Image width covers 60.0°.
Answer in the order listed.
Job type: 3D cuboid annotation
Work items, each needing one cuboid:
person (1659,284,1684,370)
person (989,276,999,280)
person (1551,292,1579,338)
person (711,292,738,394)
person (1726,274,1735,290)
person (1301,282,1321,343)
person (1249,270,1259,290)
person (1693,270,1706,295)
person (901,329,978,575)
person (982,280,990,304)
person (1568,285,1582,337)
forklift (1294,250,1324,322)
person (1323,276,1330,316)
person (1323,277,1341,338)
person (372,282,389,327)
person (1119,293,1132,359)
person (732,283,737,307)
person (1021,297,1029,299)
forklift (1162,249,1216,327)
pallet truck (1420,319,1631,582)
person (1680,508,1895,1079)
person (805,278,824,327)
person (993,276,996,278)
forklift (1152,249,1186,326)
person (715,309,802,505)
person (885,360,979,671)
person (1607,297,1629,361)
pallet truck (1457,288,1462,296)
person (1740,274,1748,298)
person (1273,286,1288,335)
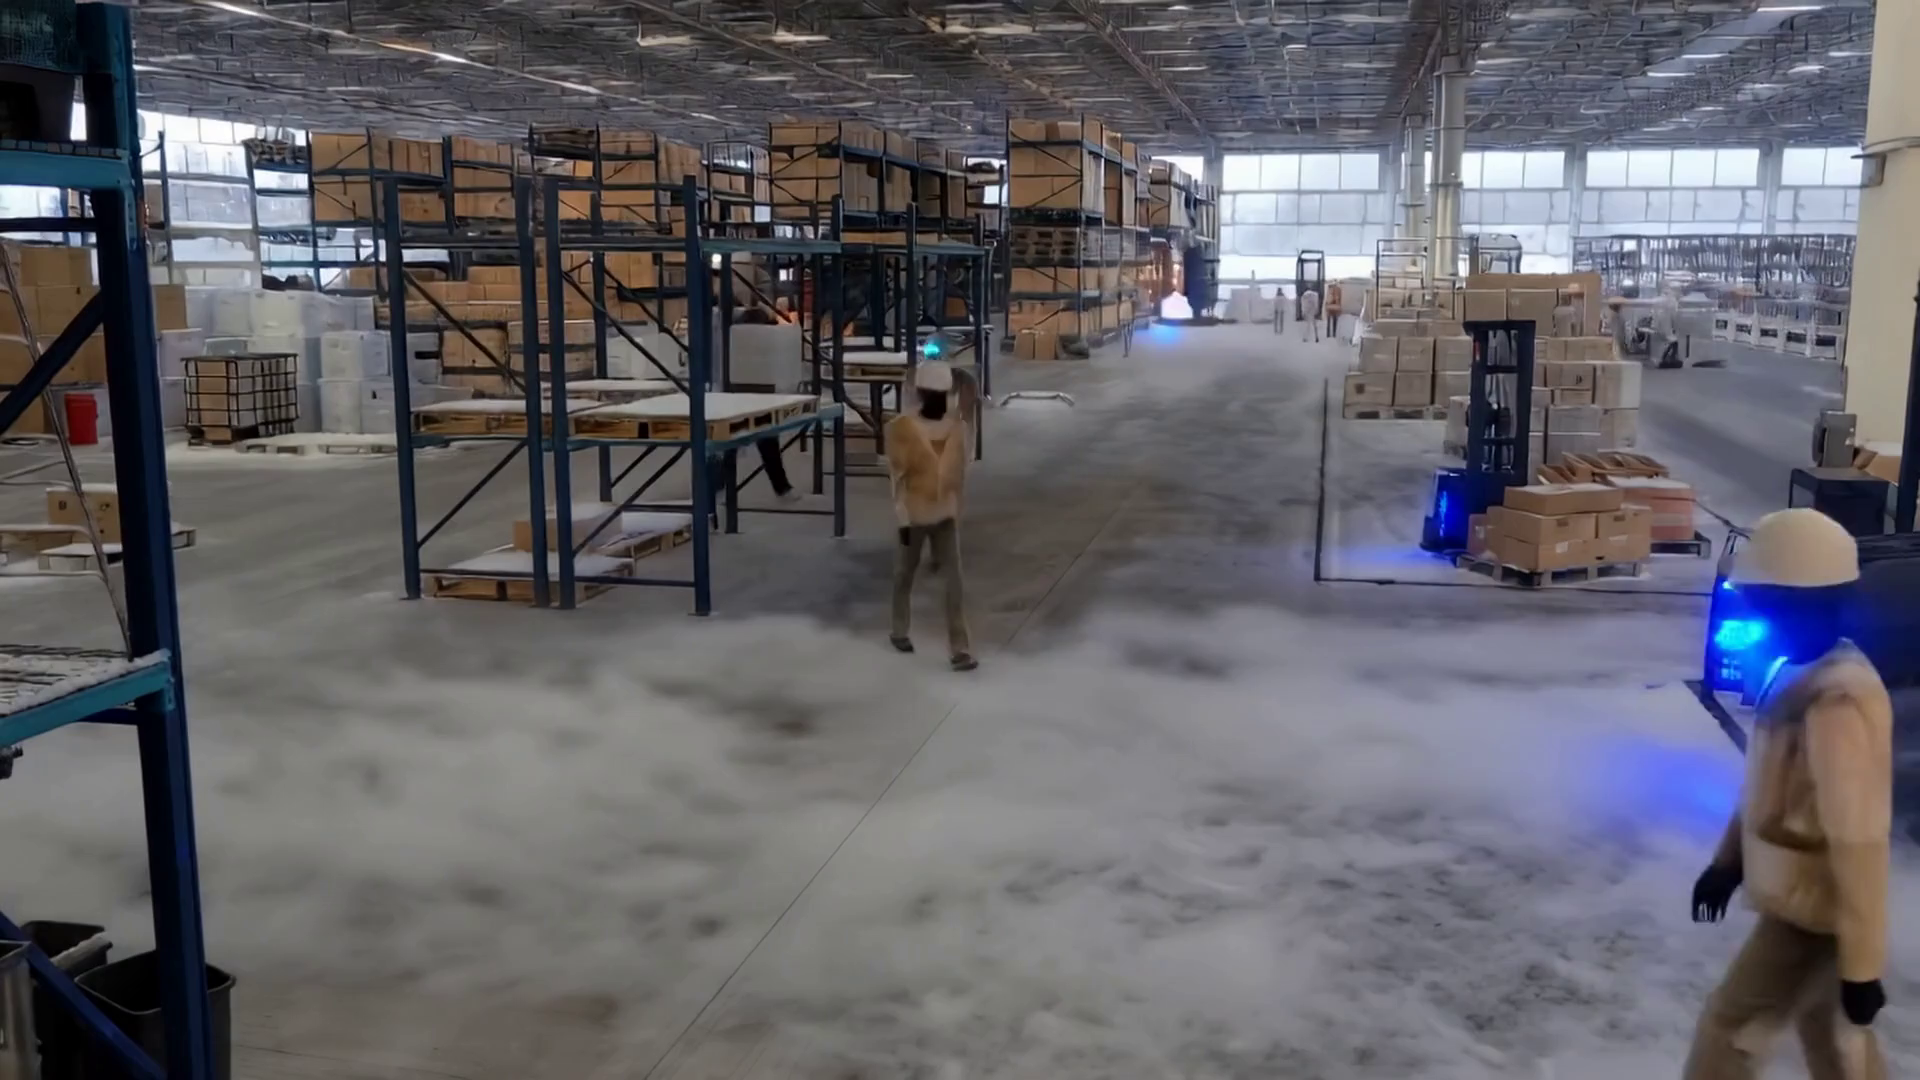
[{"bbox_3d":[16.026,-4.766,37.281,0.628,1.911,0.559,3,10,15],"label":"person"},{"bbox_3d":[1.936,-14.357,94.402,0.681,1.810,0.676,-5,11,-27],"label":"person"},{"bbox_3d":[11.287,-3.693,31.048,0.524,1.876,0.325,5,11,25],"label":"person"},{"bbox_3d":[-4.075,-3.241,28.238,0.639,1.924,0.743,1,10,7],"label":"person"},{"bbox_3d":[37.965,-12.250,81.887,0.583,1.819,0.547,-1,10,-3],"label":"person"},{"bbox_3d":[10.473,-6.794,49.678,0.593,1.795,0.908,0,10,1],"label":"person"},{"bbox_3d":[16.108,-13.821,90.931,0.613,1.910,0.973,-8,12,-39],"label":"person"},{"bbox_3d":[35.507,-11.976,79.802,0.646,1.980,0.472,-2,10,-11],"label":"person"},{"bbox_3d":[-0.162,-0.703,13.183,0.646,1.929,0.536,4,10,21],"label":"person"},{"bbox_3d":[1.351,-12.986,86.266,0.416,1.821,0.606,3,10,16],"label":"person"},{"bbox_3d":[13.764,-4.726,37.113,0.942,1.911,0.552,5,11,27],"label":"person"},{"bbox_3d":[13.778,-10.002,65.433,1.129,2.768,1.873,2,10,12],"label":"forklift"},{"bbox_3d":[15.990,-10.672,72.824,0.535,1.730,0.872,-1,10,-5],"label":"person"},{"bbox_3d":[11.725,-7.316,52.395,0.556,1.920,0.808,1,10,6],"label":"person"},{"bbox_3d":[-14.513,-5.558,41.997,0.587,1.911,0.397,-5,11,-27],"label":"person"},{"bbox_3d":[4.135,-5.331,41.431,0.306,1.643,0.521,1,10,4],"label":"person"},{"bbox_3d":[-5.558,-5.388,40.853,0.978,1.963,0.602,-2,10,-14],"label":"person"},{"bbox_3d":[2.362,-8.641,61.191,0.836,1.601,0.512,5,11,25],"label":"person"},{"bbox_3d":[8.350,-9.221,60.809,1.873,2.768,1.129,0,10,-1],"label":"forklift"},{"bbox_3d":[4.543,-0.757,13.299,0.823,1.965,1.885,-4,10,-22],"label":"pallet truck"},{"bbox_3d":[1.932,0.859,4.048,0.944,1.883,0.591,4,10,23],"label":"person"},{"bbox_3d":[-5.352,-8.711,61.010,0.961,1.796,0.624,3,10,17],"label":"person"},{"bbox_3d":[1.852,-13.465,89.287,0.564,1.747,0.339,2,10,12],"label":"person"},{"bbox_3d":[7.646,-9.320,61.395,1.873,2.768,1.129,2,10,11],"label":"forklift"},{"bbox_3d":[-2.142,-1.373,16.818,1.040,2.000,0.687,6,11,33],"label":"person"},{"bbox_3d":[-0.191,-0.163,10.163,0.585,1.873,1.015,-4,11,-25],"label":"person"},{"bbox_3d":[13.423,-4.111,33.996,0.917,1.718,0.538,3,10,17],"label":"person"},{"bbox_3d":[20.506,-9.785,68.819,0.653,1.274,1.630,2,10,12],"label":"pallet truck"},{"bbox_3d":[38.014,-12.013,80.609,0.941,1.786,0.588,1,10,5],"label":"person"},{"bbox_3d":[10.527,-7.548,54.672,0.499,1.603,0.763,1,10,7],"label":"person"}]
